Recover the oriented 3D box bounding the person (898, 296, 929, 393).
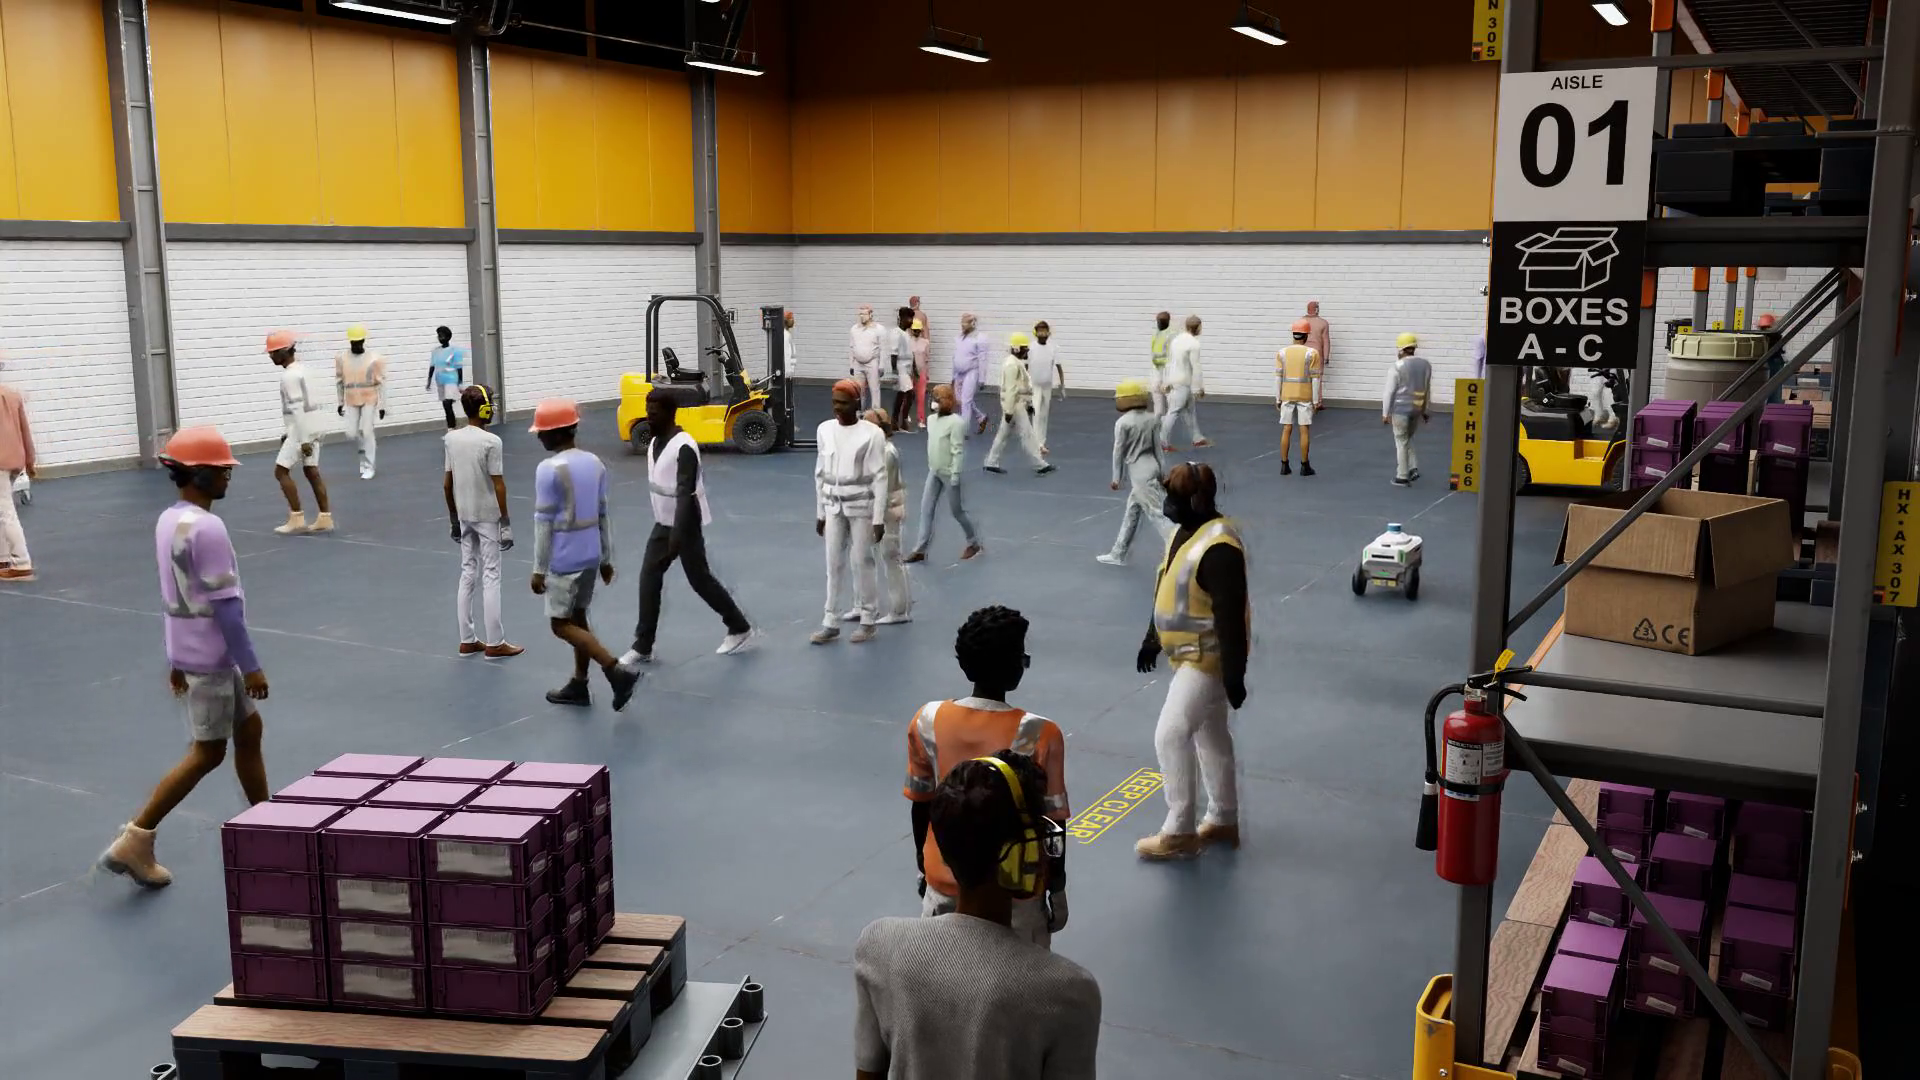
[{"bbox_3d":[-0.883,-3.817,32.568,0.652,1.904,0.403,5,11,27],"label":"person"}]

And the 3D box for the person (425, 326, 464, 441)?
[{"bbox_3d":[-7.572,-2.274,24.294,0.543,1.681,0.614,5,11,27],"label":"person"}]

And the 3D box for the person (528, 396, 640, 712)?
[{"bbox_3d":[-2.228,0.105,9.835,0.705,1.919,0.556,4,11,22],"label":"person"}]

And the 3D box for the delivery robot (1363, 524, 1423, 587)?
[{"bbox_3d":[3.509,0.110,13.463,0.477,0.478,0.707,5,11,27],"label":"delivery robot"}]

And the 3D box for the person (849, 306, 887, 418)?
[{"bbox_3d":[-1.498,-2.796,26.650,0.643,1.910,0.400,5,11,25],"label":"person"}]

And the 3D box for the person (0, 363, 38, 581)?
[{"bbox_3d":[-8.158,-0.630,13.953,0.795,1.961,0.646,1,10,6],"label":"person"}]

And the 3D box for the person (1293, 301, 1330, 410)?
[{"bbox_3d":[6.160,-3.223,29.129,0.652,1.904,0.403,5,11,27],"label":"person"}]

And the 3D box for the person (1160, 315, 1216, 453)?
[{"bbox_3d":[3.163,-2.139,22.893,0.984,1.883,0.633,-3,10,-16],"label":"person"}]

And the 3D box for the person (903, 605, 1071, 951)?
[{"bbox_3d":[0.090,1.035,5.066,0.540,1.698,0.317,5,11,27],"label":"person"}]

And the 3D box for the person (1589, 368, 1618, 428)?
[{"bbox_3d":[10.151,-2.637,26.028,0.537,1.804,0.645,-4,10,-21],"label":"person"}]

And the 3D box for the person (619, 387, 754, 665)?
[{"bbox_3d":[-1.852,-0.100,11.193,0.980,1.884,0.594,-7,12,-36],"label":"person"}]

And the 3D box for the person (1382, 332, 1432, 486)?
[{"bbox_3d":[5.250,-1.537,19.606,0.622,1.818,0.427,-5,11,-25],"label":"person"}]

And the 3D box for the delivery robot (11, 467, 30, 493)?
[{"bbox_3d":[-10.353,-0.649,17.855,0.477,0.478,0.707,1,10,6],"label":"delivery robot"}]

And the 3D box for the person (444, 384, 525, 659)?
[{"bbox_3d":[-3.255,-0.124,11.292,0.535,1.868,0.309,5,11,27],"label":"person"}]

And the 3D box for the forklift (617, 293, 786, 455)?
[{"bbox_3d":[-3.588,-2.317,23.042,2.313,2.155,1.214,-1,10,-5],"label":"forklift"}]

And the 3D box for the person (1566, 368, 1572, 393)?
[{"bbox_3d":[8.284,-2.244,23.396,0.594,1.924,0.382,5,11,27],"label":"person"}]

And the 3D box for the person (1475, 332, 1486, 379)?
[{"bbox_3d":[7.786,-2.337,24.020,0.662,1.890,0.927,3,10,17],"label":"person"}]

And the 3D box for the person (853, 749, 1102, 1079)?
[{"bbox_3d":[0.040,1.304,3.054,0.535,1.859,0.310,5,11,27],"label":"person"}]

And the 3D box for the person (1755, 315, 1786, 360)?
[{"bbox_3d":[11.272,-2.212,23.372,0.551,1.888,0.995,-3,10,-16],"label":"person"}]

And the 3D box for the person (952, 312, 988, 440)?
[{"bbox_3d":[0.154,-2.418,24.534,0.731,1.878,0.663,-8,13,-40],"label":"person"}]

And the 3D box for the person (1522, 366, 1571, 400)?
[{"bbox_3d":[7.273,-1.863,20.863,0.681,2.000,1.007,-2,10,-13],"label":"person"}]

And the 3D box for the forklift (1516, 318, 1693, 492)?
[{"bbox_3d":[7.066,-1.601,18.899,2.313,2.155,1.214,5,11,27],"label":"forklift"}]

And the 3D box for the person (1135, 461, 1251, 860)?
[{"bbox_3d":[1.022,0.546,7.572,0.679,1.818,0.660,-1,10,-4],"label":"person"}]

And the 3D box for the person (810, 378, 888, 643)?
[{"bbox_3d":[-0.786,-0.198,11.708,0.593,1.879,0.396,5,11,29],"label":"person"}]

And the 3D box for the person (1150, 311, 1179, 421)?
[{"bbox_3d":[3.365,-2.827,27.151,0.539,1.798,0.653,-6,11,-31],"label":"person"}]

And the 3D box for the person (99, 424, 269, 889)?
[{"bbox_3d":[-3.335,0.495,7.301,0.951,2.014,0.621,-7,12,-34],"label":"person"}]

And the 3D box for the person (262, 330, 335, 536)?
[{"bbox_3d":[-6.475,-1.036,16.189,0.698,2.004,0.617,-1,10,-6],"label":"person"}]

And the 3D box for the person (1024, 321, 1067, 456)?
[{"bbox_3d":[1.146,-2.033,22.439,0.552,1.825,0.840,-2,10,-12],"label":"person"}]

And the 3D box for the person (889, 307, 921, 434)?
[{"bbox_3d":[-0.800,-2.573,25.293,0.643,1.932,0.604,2,10,12],"label":"person"}]

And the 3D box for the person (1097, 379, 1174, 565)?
[{"bbox_3d":[1.624,-0.544,14.341,1.003,1.663,0.474,7,12,36],"label":"person"}]

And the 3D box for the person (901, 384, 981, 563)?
[{"bbox_3d":[-0.144,-0.597,14.820,0.778,1.598,0.517,-8,13,-38],"label":"person"}]

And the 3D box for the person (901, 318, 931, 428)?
[{"bbox_3d":[-0.747,-2.651,26.301,0.556,1.735,0.677,-3,10,-18],"label":"person"}]

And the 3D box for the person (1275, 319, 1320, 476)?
[{"bbox_3d":[4.181,-1.763,20.580,0.552,1.934,0.373,5,11,27],"label":"person"}]

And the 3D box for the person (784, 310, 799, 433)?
[{"bbox_3d":[-2.674,-2.583,25.478,0.342,1.882,0.584,-3,10,-16],"label":"person"}]

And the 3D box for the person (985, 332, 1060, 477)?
[{"bbox_3d":[0.740,-1.665,20.464,0.933,1.783,0.588,0,10,1],"label":"person"}]

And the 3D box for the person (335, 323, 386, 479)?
[{"bbox_3d":[-7.280,-1.685,20.216,0.633,1.901,0.532,0,10,1],"label":"person"}]

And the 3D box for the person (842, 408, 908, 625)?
[{"bbox_3d":[-0.656,-0.159,12.232,0.610,1.614,0.507,-3,10,-19],"label":"person"}]
